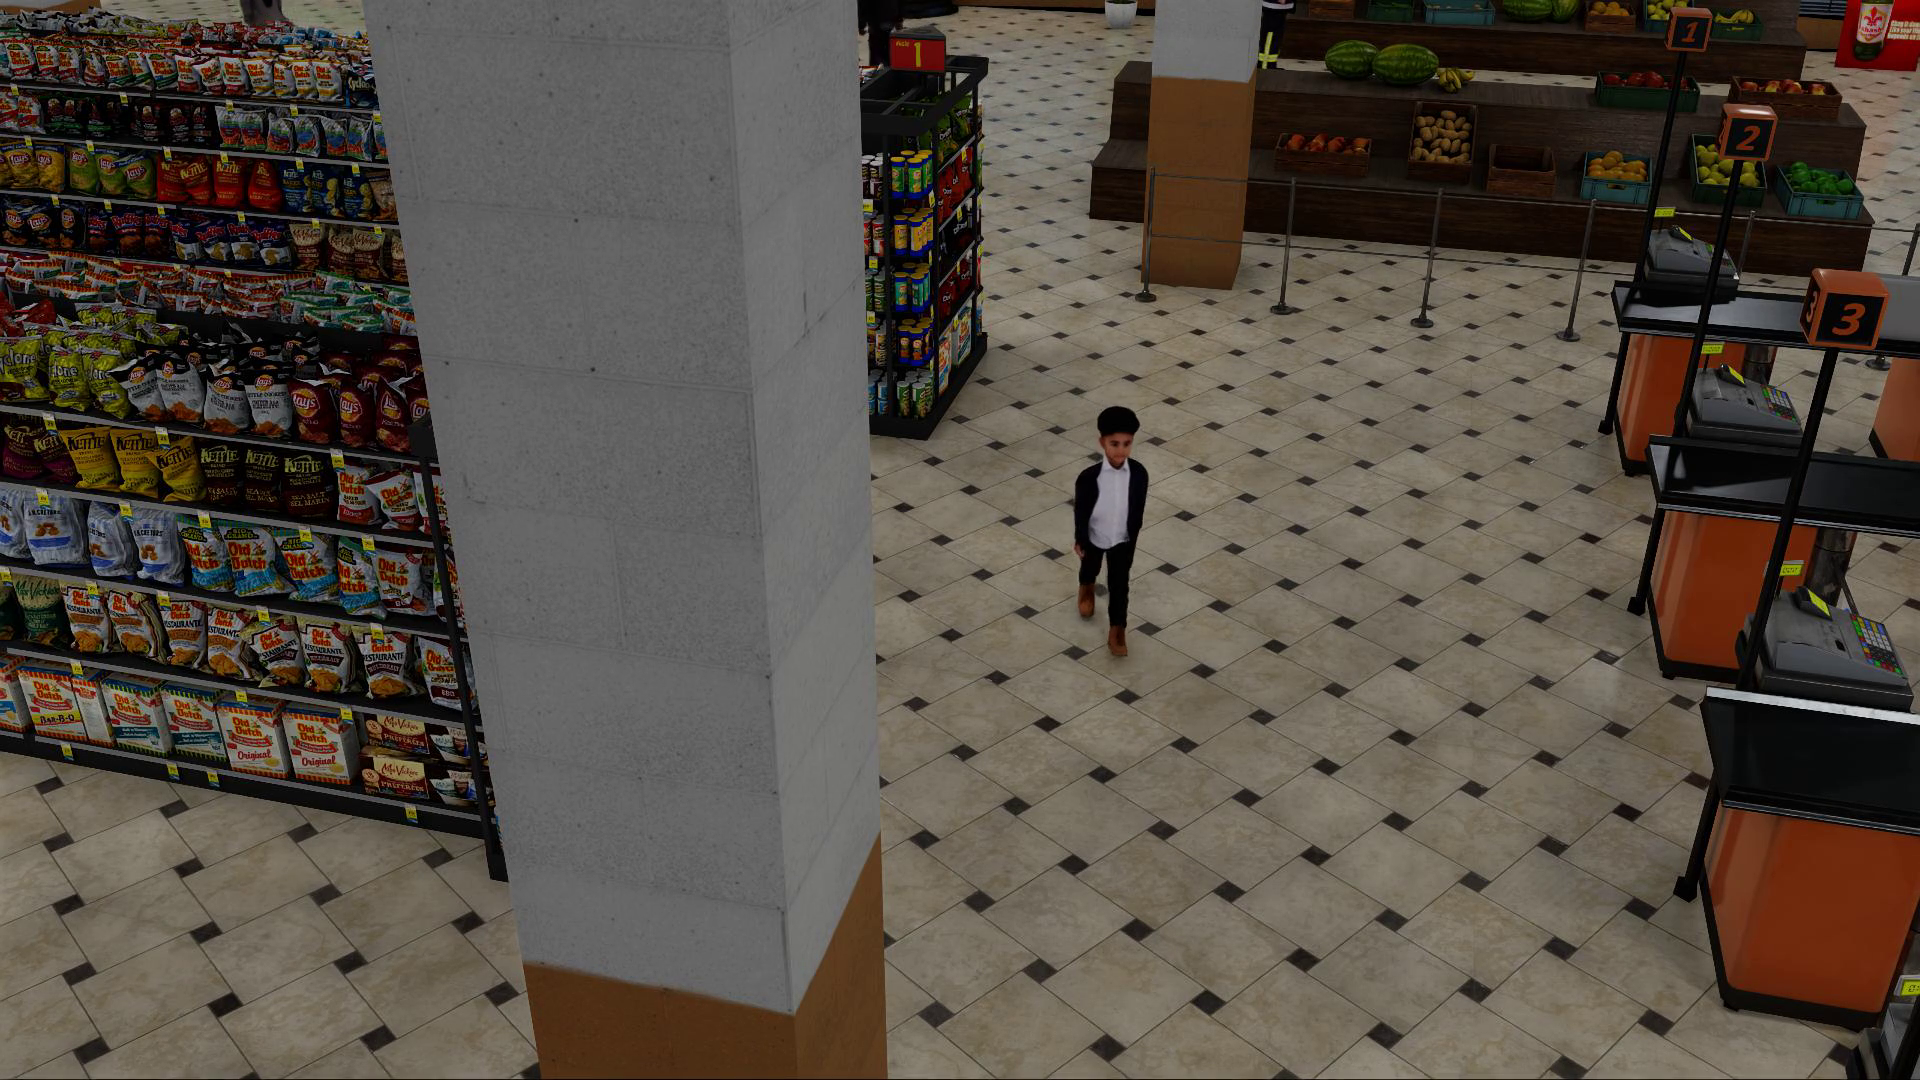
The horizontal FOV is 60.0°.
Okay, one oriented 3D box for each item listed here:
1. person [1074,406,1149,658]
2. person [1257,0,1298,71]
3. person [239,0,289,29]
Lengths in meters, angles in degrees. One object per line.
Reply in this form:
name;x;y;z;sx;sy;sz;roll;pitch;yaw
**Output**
person;0.696;-0.089;8.011;0.837;1.212;0.720;-1;29;-1
person;3.463;-6.016;18.065;0.663;1.980;0.783;4;29;8
person;-6.730;-4.880;16.342;1.110;1.638;0.877;21;35;33
